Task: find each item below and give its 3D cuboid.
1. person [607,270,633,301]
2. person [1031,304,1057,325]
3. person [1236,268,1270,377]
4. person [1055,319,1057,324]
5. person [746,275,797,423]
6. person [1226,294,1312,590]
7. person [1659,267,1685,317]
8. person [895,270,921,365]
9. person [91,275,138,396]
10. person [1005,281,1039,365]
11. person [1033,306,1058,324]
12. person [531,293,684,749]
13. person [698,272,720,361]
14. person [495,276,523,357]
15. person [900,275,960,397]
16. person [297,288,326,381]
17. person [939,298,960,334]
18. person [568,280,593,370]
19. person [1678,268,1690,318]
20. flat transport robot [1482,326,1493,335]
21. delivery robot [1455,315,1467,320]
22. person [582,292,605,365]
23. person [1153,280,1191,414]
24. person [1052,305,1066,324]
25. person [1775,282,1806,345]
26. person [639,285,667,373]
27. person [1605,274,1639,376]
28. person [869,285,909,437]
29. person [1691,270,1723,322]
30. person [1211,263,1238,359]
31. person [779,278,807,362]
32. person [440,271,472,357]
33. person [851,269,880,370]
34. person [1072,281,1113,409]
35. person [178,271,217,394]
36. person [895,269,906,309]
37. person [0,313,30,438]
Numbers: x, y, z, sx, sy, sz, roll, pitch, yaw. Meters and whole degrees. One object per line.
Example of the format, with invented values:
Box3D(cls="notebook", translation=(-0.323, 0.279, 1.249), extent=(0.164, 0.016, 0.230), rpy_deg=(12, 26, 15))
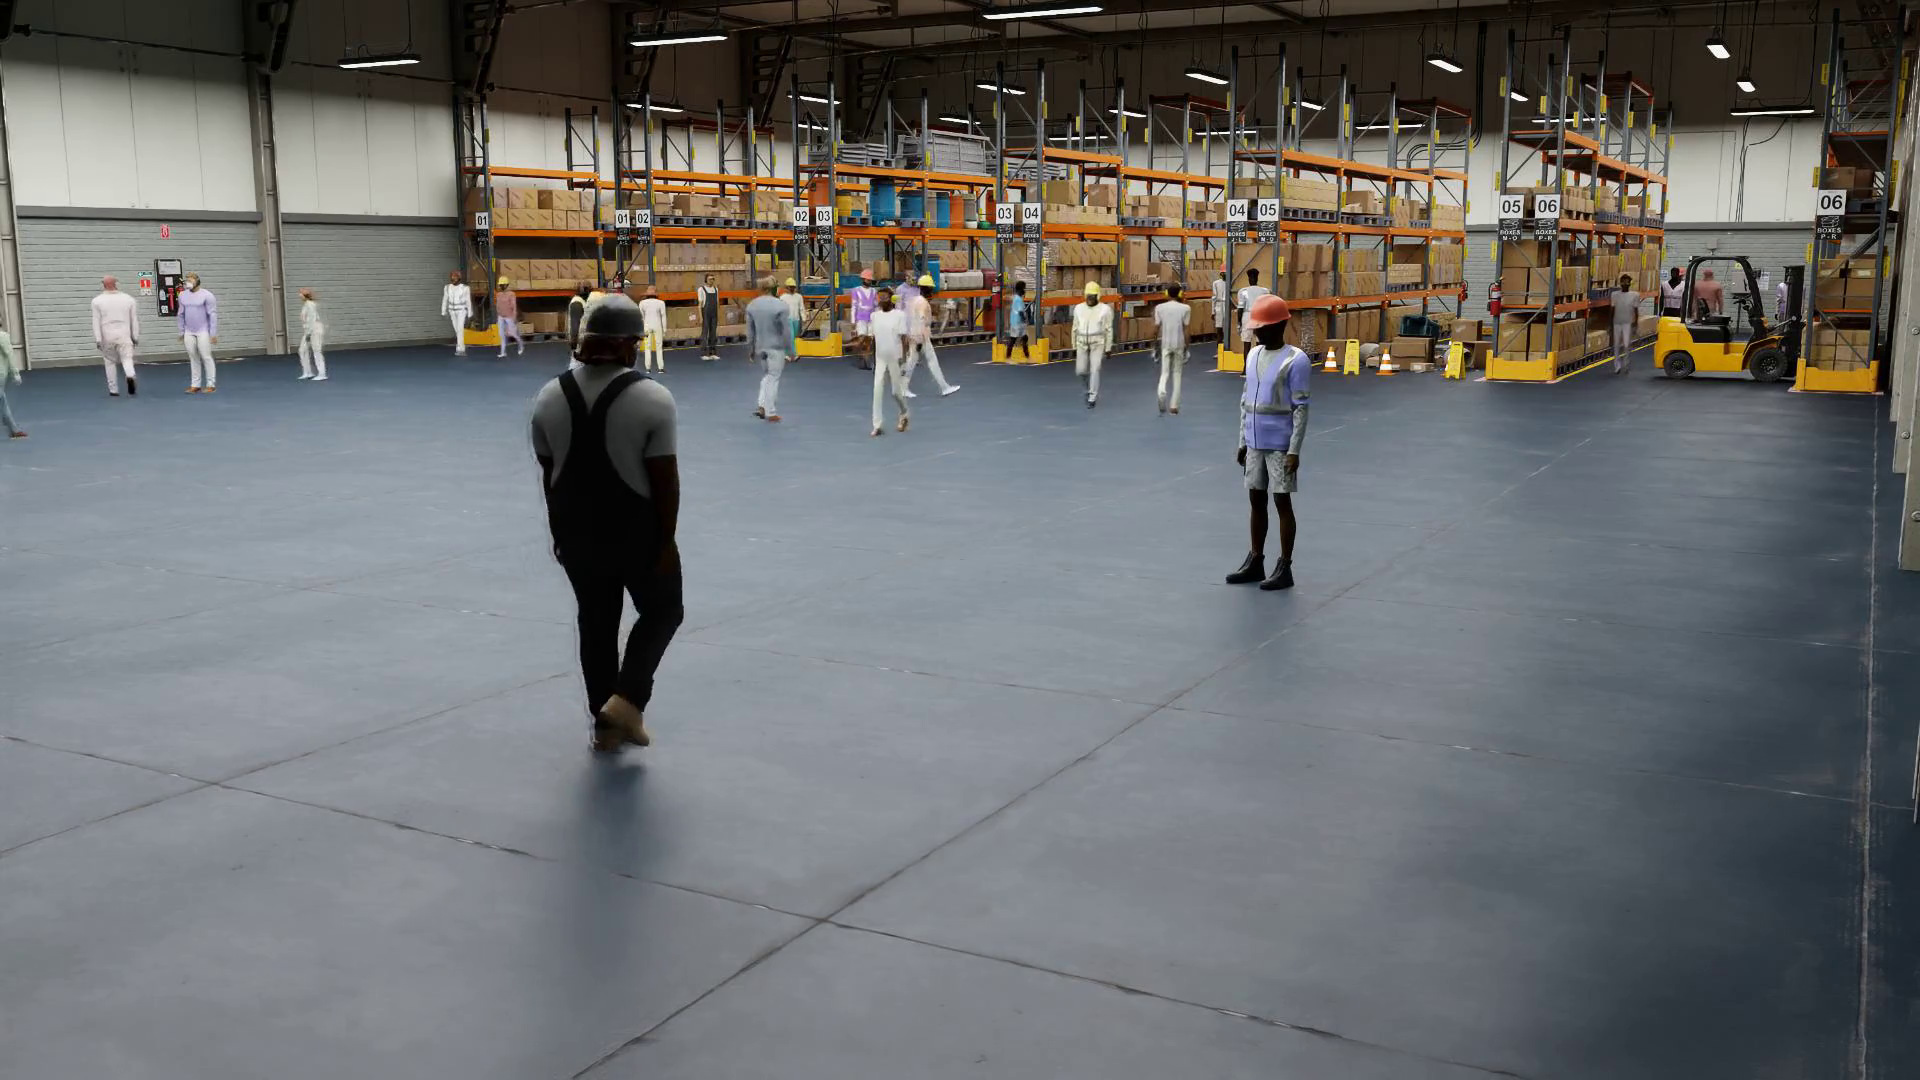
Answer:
Box3D(cls="person", translation=(-8.487, -5.844, 41.649), extent=(0.634, 1.838, 0.429), rpy_deg=(1, 10, 5))
Box3D(cls="person", translation=(1.891, -5.185, 37.532), extent=(0.625, 1.934, 0.364), rpy_deg=(0, 10, 1))
Box3D(cls="person", translation=(5.264, -3.897, 29.874), extent=(0.601, 1.965, 0.369), rpy_deg=(-1, 10, -4))
Box3D(cls="person", translation=(2.316, -6.022, 42.230), extent=(0.623, 1.992, 0.396), rpy_deg=(5, 11, 25))
Box3D(cls="person", translation=(-2.448, -2.482, 21.719), extent=(0.636, 1.922, 0.452), rpy_deg=(7, 12, 34))
Box3D(cls="person", translation=(2.018, -0.636, 10.895), extent=(0.374, 1.928, 0.542), rpy_deg=(-7, 12, -35))
Box3D(cls="person", translation=(16.379, -5.300, 38.222), extent=(0.587, 1.920, 0.390), rpy_deg=(6, 12, 33))
Box3D(cls="person", translation=(-0.984, -4.396, 32.982), extent=(0.404, 1.910, 0.646), rpy_deg=(9, 13, 43))
Box3D(cls="person", translation=(-13.075, -3.157, 25.762), extent=(0.654, 1.890, 0.712), rpy_deg=(-7, 12, -36))
Box3D(cls="person", translation=(1.256, -4.306, 33.121), extent=(0.791, 1.661, 0.552), rpy_deg=(1, 10, 4))
Box3D(cls="person", translation=(2.061, -5.642, 39.926), extent=(0.512, 2.017, 0.647), rpy_deg=(-7, 12, -36))
Box3D(cls="person", translation=(-1.506, -0.075, 7.278), extent=(0.687, 2.000, 0.584), rpy_deg=(3, 10, 16))
Box3D(cls="person", translation=(-5.237, -4.668, 34.747), extent=(0.328, 1.842, 0.516), rpy_deg=(9, 13, 42))
Box3D(cls="person", translation=(-9.791, -4.840, 36.034), extent=(0.529, 1.744, 0.671), rpy_deg=(4, 10, 21))
Box3D(cls="person", translation=(-0.508, -3.129, 25.646), extent=(0.997, 1.873, 0.588), rpy_deg=(-3, 10, -17))
Box3D(cls="person", translation=(-11.387, -3.583, 29.031), extent=(0.580, 1.617, 0.527), rpy_deg=(-7, 12, -35))
Box3D(cls="person", translation=(-0.252, -6.209, 44.471), extent=(0.523, 1.608, 0.811), rpy_deg=(8, 13, 40))
Box3D(cls="person", translation=(-5.675, -3.073, 25.540), extent=(0.934, 1.795, 0.650), rpy_deg=(-1, 10, -3))
Box3D(cls="person", translation=(17.548, -5.699, 40.681), extent=(0.546, 1.892, 1.011), rpy_deg=(5, 11, 29))
Box3D(cls="flat transport robot", translation=(14.406, -5.783, 45.872), extent=(0.652, 0.197, 1.431), rpy_deg=(1, 10, 7))
Box3D(cls="delivery robot", translation=(13.632, -5.937, 45.668), extent=(0.707, 0.478, 0.477), rpy_deg=(-2, 10, -10))
Box3D(cls="person", translation=(-3.910, -1.825, 18.286), extent=(0.918, 1.795, 0.596), rpy_deg=(-2, 10, -13))
Box3D(cls="person", translation=(2.912, -2.626, 22.772), extent=(0.516, 1.855, 0.602), rpy_deg=(3, 10, 15))
Box3D(cls="person", translation=(2.361, -5.550, 40.525), extent=(0.499, 1.633, 0.279), rpy_deg=(8, 13, 39))
Box3D(cls="person", translation=(18.424, -5.078, 36.937), extent=(0.585, 1.920, 0.392), rpy_deg=(5, 11, 29))
Box3D(cls="person", translation=(-5.734, -3.926, 31.031), extent=(0.515, 1.630, 0.281), rpy_deg=(0, 10, 0))
Box3D(cls="person", translation=(12.100, -3.932, 30.447), extent=(0.532, 1.848, 0.677), rpy_deg=(6, 11, 30))
Box3D(cls="person", translation=(-0.840, -2.190, 20.331), extent=(0.526, 1.846, 0.864), rpy_deg=(4, 10, 20))
Box3D(cls="person", translation=(17.557, -5.409, 39.067), extent=(0.667, 1.852, 1.022), rpy_deg=(8, 12, 38))
Box3D(cls="person", translation=(5.592, -4.826, 35.129), extent=(0.606, 2.035, 0.403), rpy_deg=(6, 11, 31))
Box3D(cls="person", translation=(-3.458, -4.540, 34.374), extent=(0.530, 1.717, 0.922), rpy_deg=(-6, 12, -33))
Box3D(cls="person", translation=(-10.929, -4.876, 35.966), extent=(0.599, 1.845, 0.926), rpy_deg=(2, 10, 14))
Box3D(cls="person", translation=(-1.762, -4.201, 31.758), extent=(0.581, 1.924, 0.490), rpy_deg=(-6, 11, -30))
Box3D(cls="person", translation=(1.893, -2.794, 23.840), extent=(0.614, 1.816, 0.451), rpy_deg=(4, 10, 21))
Box3D(cls="person", translation=(-12.082, -3.283, 26.365), extent=(0.636, 1.937, 0.357), rpy_deg=(2, 10, 13))
Box3D(cls="person", translation=(-1.503, -6.306, 44.376), extent=(0.640, 1.830, 0.608), rpy_deg=(8, 13, 40))
Box3D(cls="person", translation=(-11.346, -1.943, 19.539), extent=(0.510, 1.589, 0.874), rpy_deg=(3, 10, 16))
